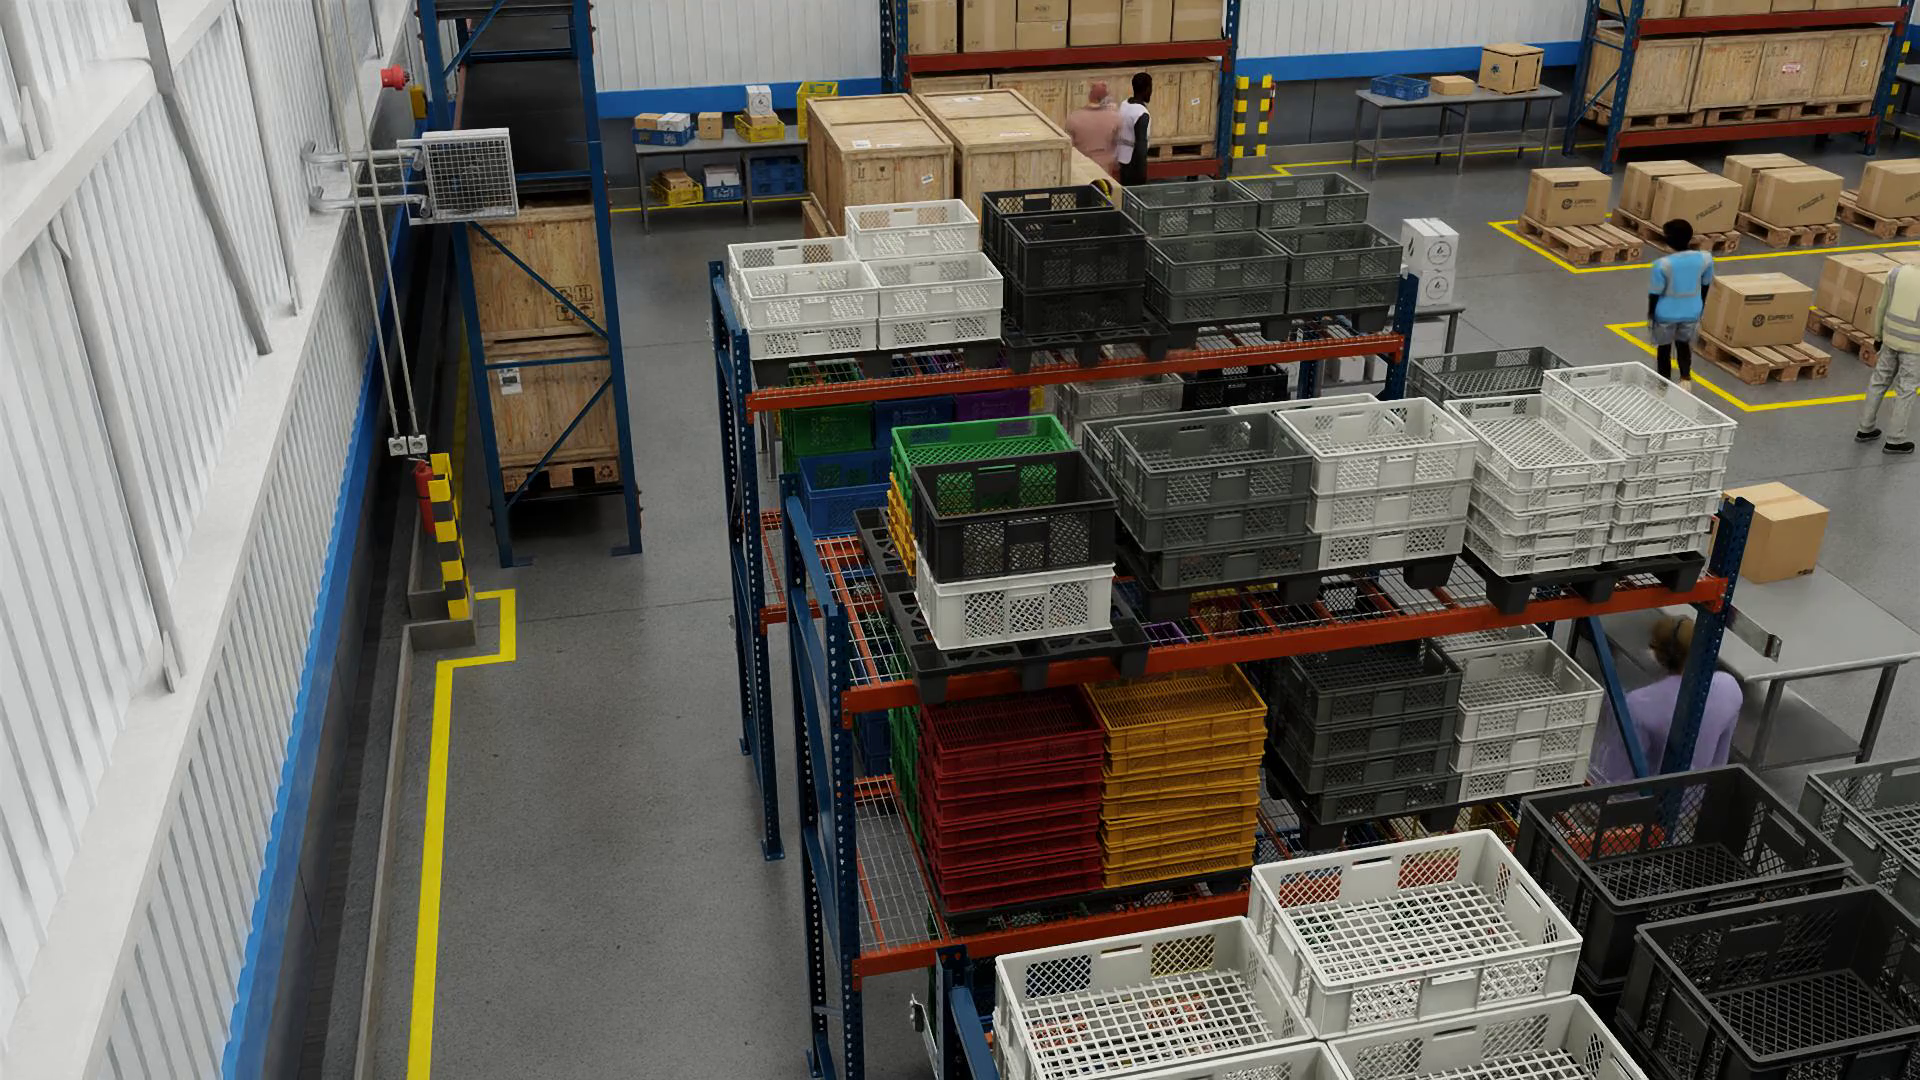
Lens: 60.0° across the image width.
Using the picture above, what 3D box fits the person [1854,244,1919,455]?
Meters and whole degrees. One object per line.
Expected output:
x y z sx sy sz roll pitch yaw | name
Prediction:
7.644 -1.594 13.385 0.403 1.823 0.600 -12 30 -21 | person

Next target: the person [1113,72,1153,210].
1.871 -4.107 18.070 0.389 1.911 0.591 -8 29 -14 | person

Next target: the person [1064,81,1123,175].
1.339 -3.983 17.874 0.744 1.873 0.514 -6 28 -11 | person

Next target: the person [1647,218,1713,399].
6.106 -1.946 14.224 0.574 1.660 0.354 1 28 1 | person

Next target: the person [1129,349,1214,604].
1.518 -0.431 11.147 0.845 1.848 0.582 -15 31 -26 | person

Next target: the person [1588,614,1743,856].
3.330 1.217 7.963 0.673 1.917 0.449 -10 29 -19 | person
